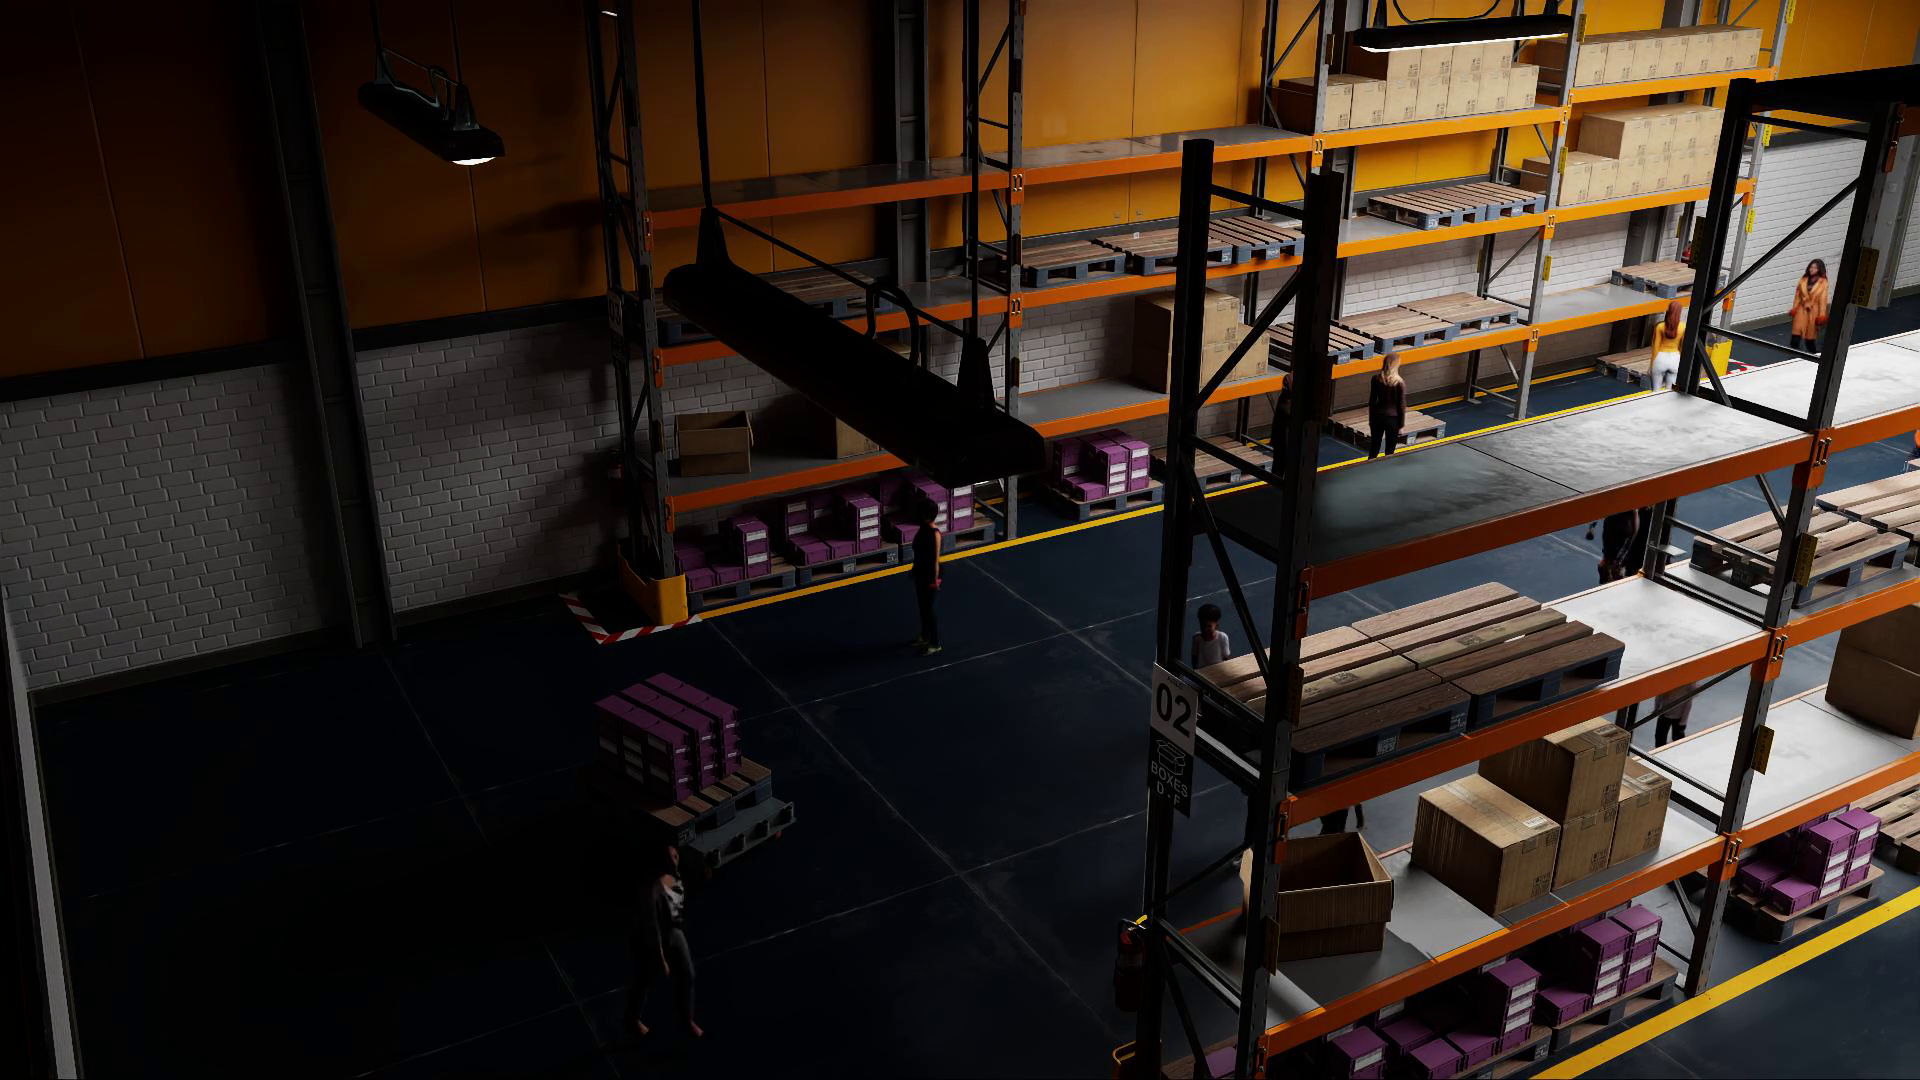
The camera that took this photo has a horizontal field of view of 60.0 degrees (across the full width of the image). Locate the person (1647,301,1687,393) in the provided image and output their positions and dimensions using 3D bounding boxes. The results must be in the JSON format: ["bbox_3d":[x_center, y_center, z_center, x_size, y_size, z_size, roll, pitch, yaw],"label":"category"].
[{"bbox_3d":[9.130,-2.249,21.499,0.662,1.750,0.735,3,24,8],"label":"person"}]

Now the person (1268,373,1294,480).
[{"bbox_3d":[3.785,-1.193,19.319,0.509,1.562,0.549,-14,27,-29],"label":"person"}]

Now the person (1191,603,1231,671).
[{"bbox_3d":[2.196,1.091,14.497,0.700,1.239,0.769,7,25,16],"label":"person"}]

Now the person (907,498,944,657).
[{"bbox_3d":[-0.271,0.312,15.891,0.625,1.550,0.630,-7,25,-16],"label":"person"}]

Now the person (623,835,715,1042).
[{"bbox_3d":[-2.003,2.557,10.654,0.965,1.631,0.914,4,24,10],"label":"person"}]

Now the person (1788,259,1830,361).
[{"bbox_3d":[12.033,-3.123,23.568,1.144,1.696,0.877,-21,31,-39],"label":"person"}]

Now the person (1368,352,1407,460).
[{"bbox_3d":[5.010,-1.389,19.591,0.662,1.704,0.611,20,30,38],"label":"person"}]
